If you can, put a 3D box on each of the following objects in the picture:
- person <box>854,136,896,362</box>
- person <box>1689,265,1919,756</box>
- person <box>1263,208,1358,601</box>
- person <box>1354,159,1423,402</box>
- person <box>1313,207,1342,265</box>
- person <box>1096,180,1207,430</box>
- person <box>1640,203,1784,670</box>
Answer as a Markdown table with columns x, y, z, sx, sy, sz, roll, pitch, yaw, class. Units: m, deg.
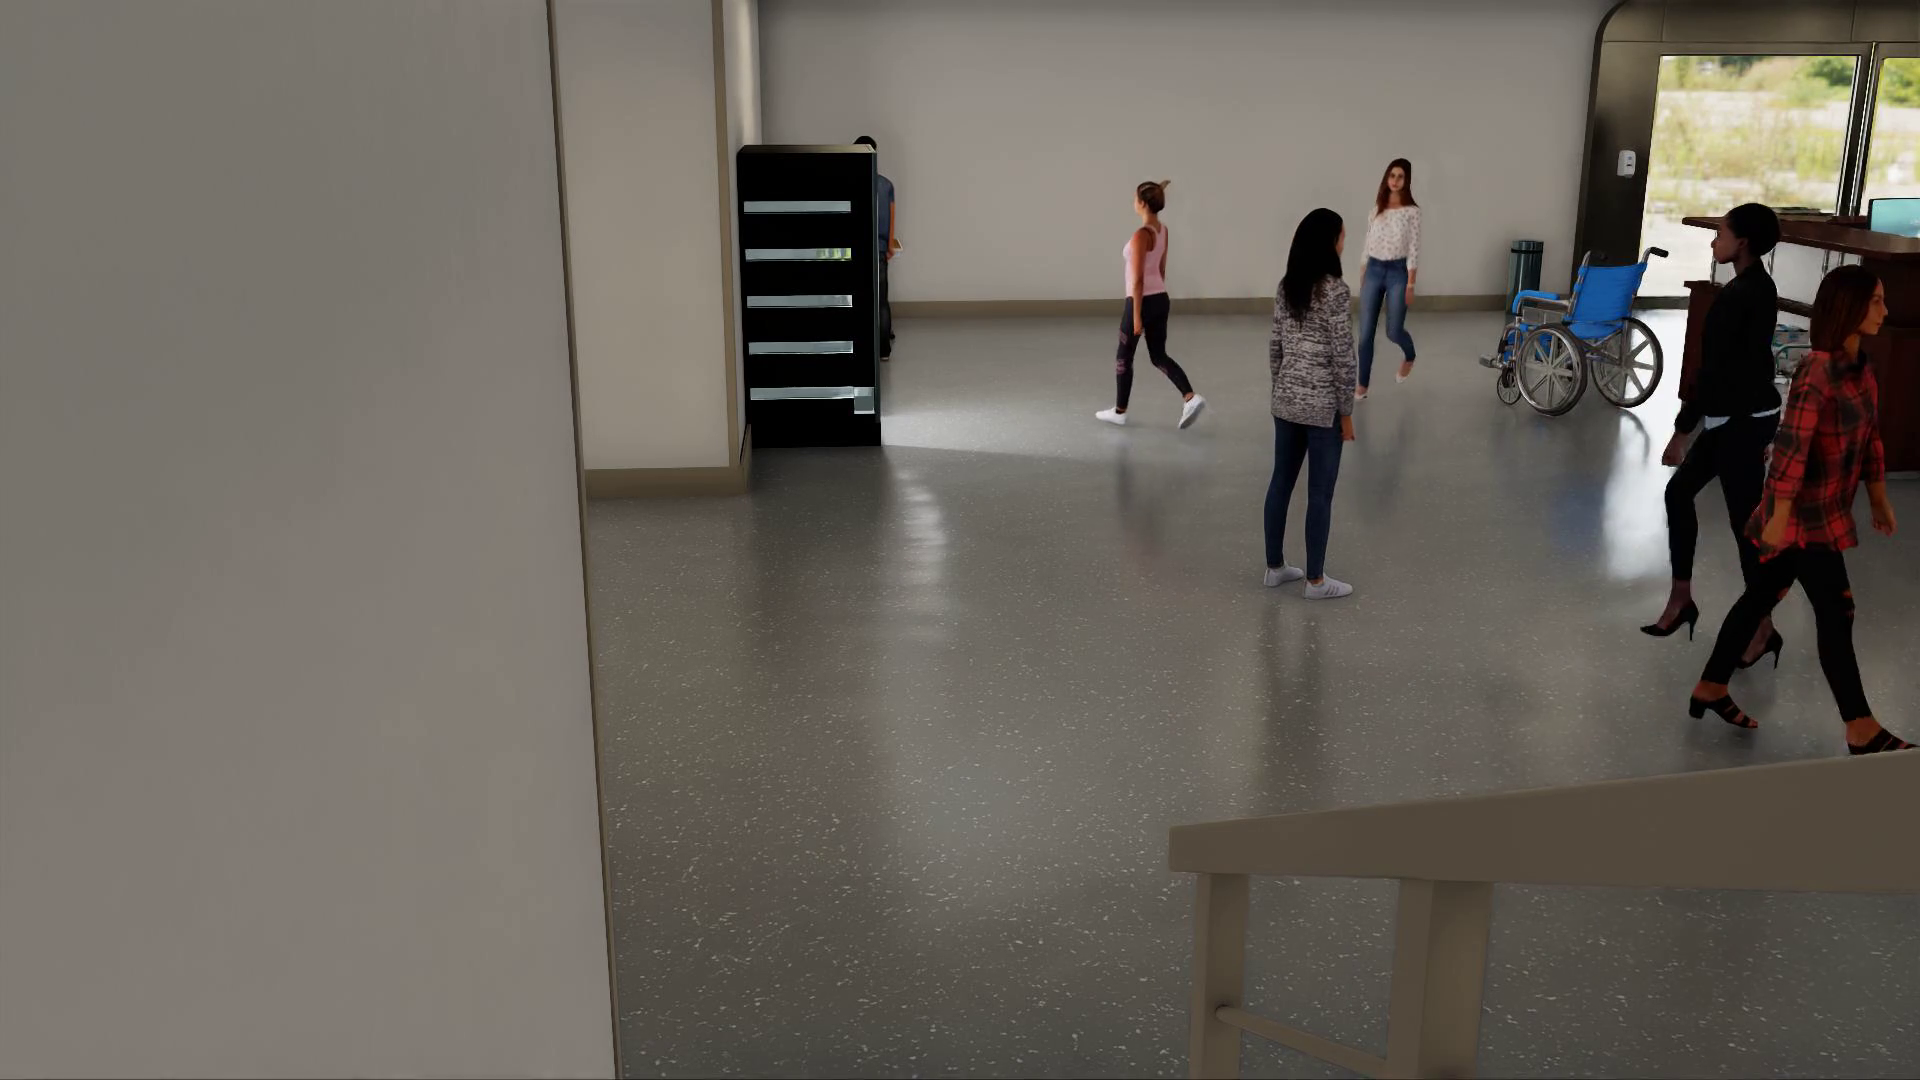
| x | y | z | sx | sy | sz | roll | pitch | yaw | class |
| --- | --- | --- | --- | --- | --- | --- | --- | --- | --- |
| -0.757 | -2.356 | 13.512 | 0.712 | 1.810 | 0.662 | -7 | 17 | -23 | person |
| 2.824 | -0.085 | 5.736 | 1.087 | 1.660 | 1.020 | 13 | 20 | 39 | person |
| 1.566 | -0.614 | 7.473 | 0.750 | 1.734 | 0.625 | -10 | 19 | -32 | person |
| 3.106 | -1.844 | 11.889 | 0.955 | 1.707 | 1.017 | 15 | 21 | 42 | person |
| 2.821 | -1.982 | 13.175 | 0.647 | 1.266 | 0.712 | 6 | 17 | 21 | person |
| 1.293 | -1.510 | 10.874 | 1.073 | 1.614 | 0.981 | 14 | 21 | 40 | person |
| 3.101 | -0.362 | 6.430 | 0.874 | 1.815 | 0.836 | 10 | 19 | 32 | person |
